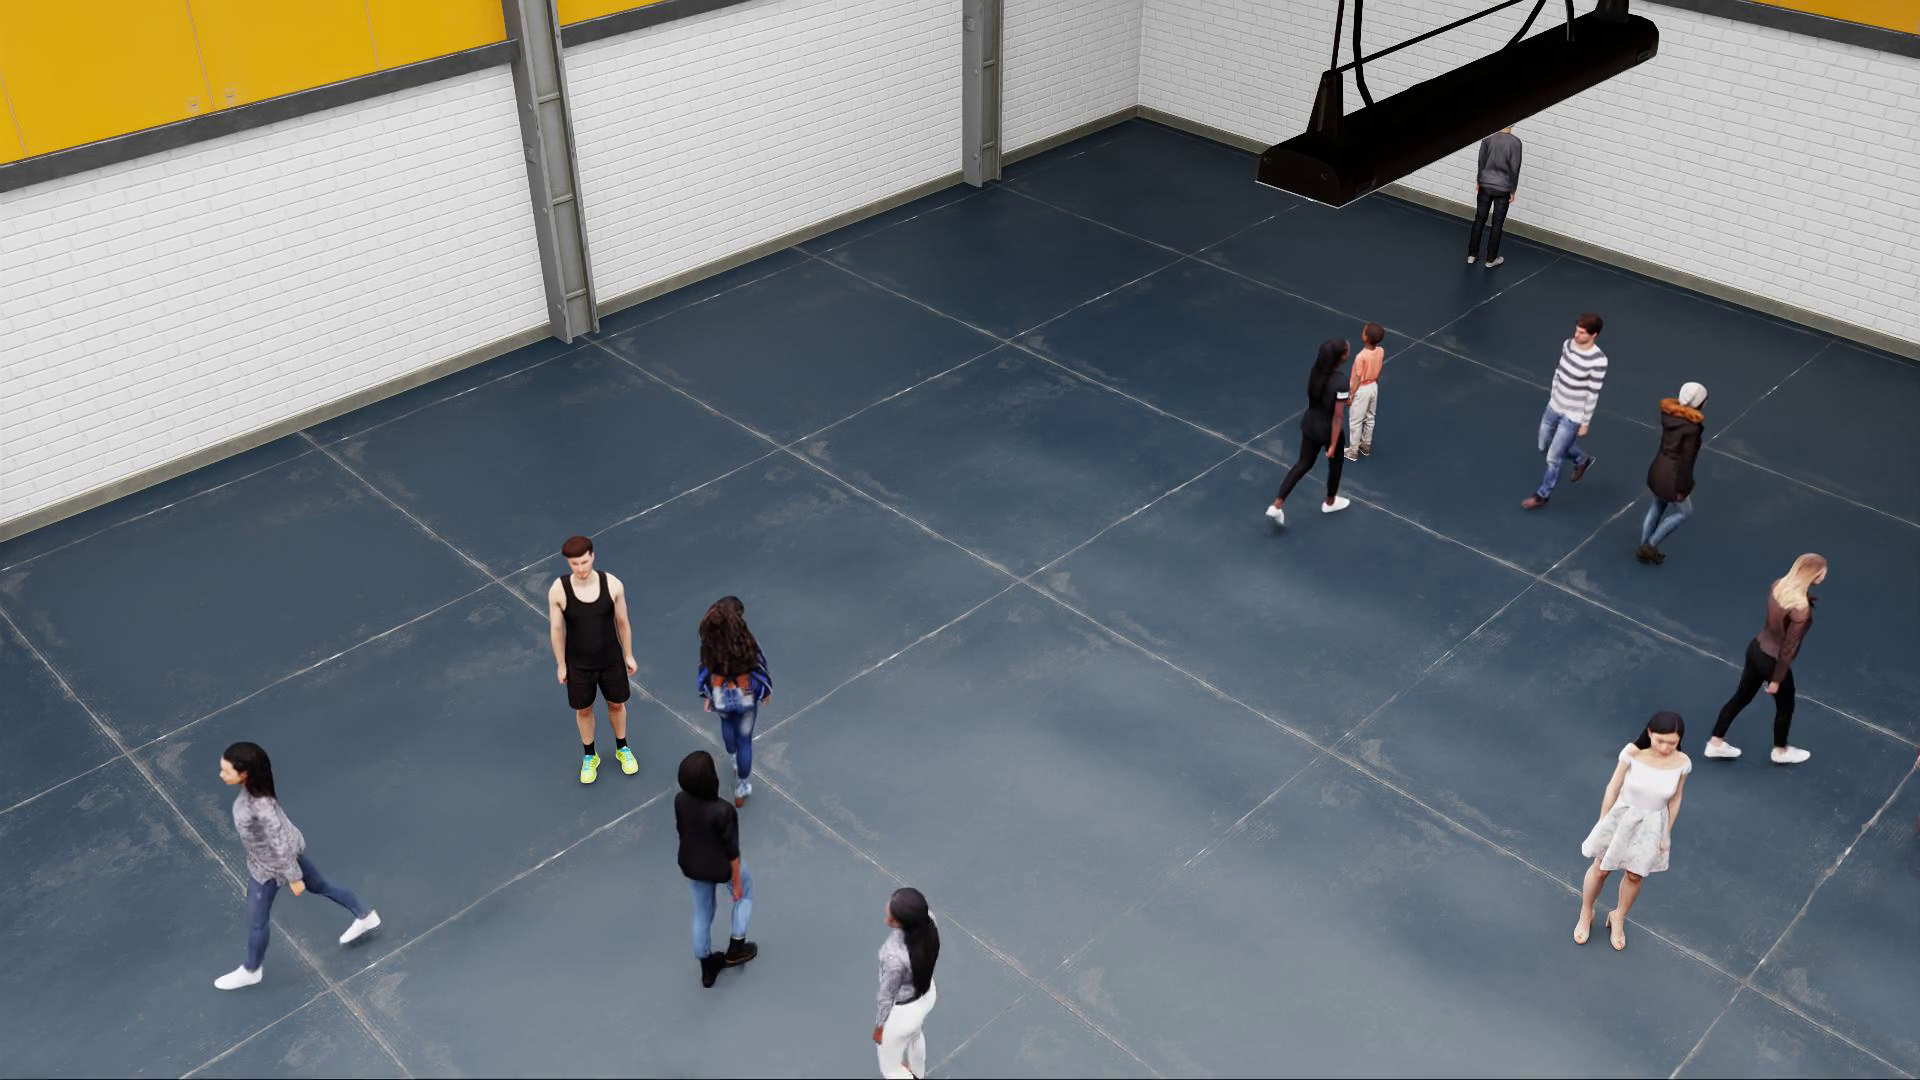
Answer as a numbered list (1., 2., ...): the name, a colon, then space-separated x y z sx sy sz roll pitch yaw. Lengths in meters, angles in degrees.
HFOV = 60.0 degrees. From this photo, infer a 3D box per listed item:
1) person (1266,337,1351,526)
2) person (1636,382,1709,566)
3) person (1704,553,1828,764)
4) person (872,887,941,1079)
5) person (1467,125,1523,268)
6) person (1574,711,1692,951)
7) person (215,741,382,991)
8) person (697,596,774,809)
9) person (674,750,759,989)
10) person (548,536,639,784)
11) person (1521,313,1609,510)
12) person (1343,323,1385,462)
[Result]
1. person: 2.926 -0.860 13.726 1.196 1.695 0.810 -20 39 -28
2. person: 5.613 -0.508 13.258 0.796 1.628 0.760 -5 34 -7
3. person: 5.375 0.820 11.219 1.020 1.672 0.958 -1 34 -1
4. person: -0.255 2.479 8.691 0.823 1.707 0.750 25 41 33
5. person: 5.855 -3.862 18.183 0.650 1.760 0.571 22 40 30
6. person: 3.960 1.708 9.788 0.766 1.777 0.798 8 34 12
7. person: -3.882 1.836 9.682 1.273 1.682 0.894 -16 37 -23
8. person: -1.492 1.088 10.874 0.798 1.607 0.854 3 34 5
9. person: -1.455 1.949 9.516 0.694 1.678 0.744 12 35 17
10. person: -2.441 0.773 11.091 0.694 1.892 0.828 -10 35 -15
11. person: 5.189 -1.090 13.955 1.079 1.825 0.904 -11 35 -15
12. person: 3.596 -1.327 14.776 0.460 1.310 0.592 -19 38 -27
